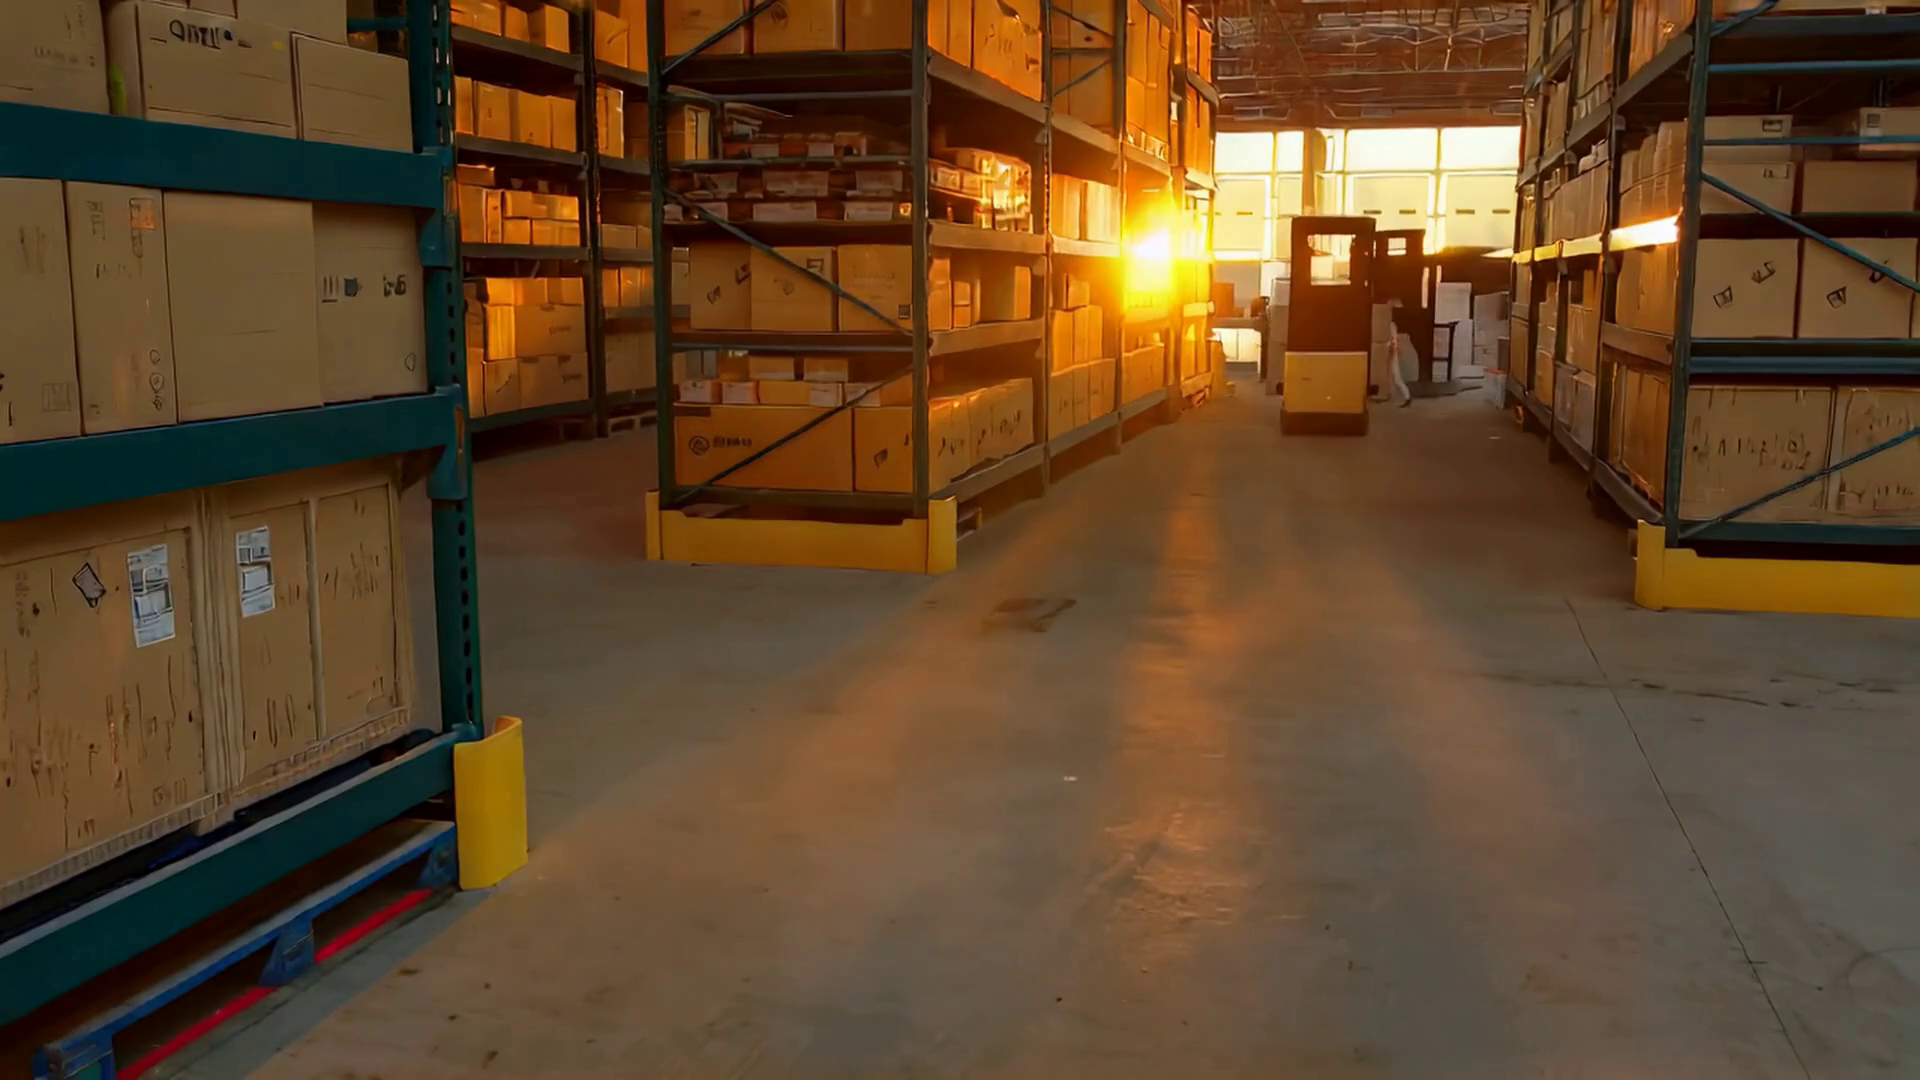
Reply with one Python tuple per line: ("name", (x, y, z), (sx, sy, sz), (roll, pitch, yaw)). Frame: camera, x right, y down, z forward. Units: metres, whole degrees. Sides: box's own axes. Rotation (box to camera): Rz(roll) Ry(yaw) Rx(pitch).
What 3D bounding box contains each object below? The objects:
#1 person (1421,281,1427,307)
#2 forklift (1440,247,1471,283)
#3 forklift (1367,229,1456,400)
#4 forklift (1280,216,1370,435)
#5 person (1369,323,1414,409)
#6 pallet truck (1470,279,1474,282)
("person", (13.888, -6.738, 49.580), (0.372, 1.934, 0.627), (-2, 9, -13))
("forklift", (12.741, -6.162, 42.924), (1.129, 2.768, 1.873), (-7, 11, -38))
("forklift", (7.288, -3.799, 27.909), (1.873, 2.768, 1.129), (-5, 10, -30))
("forklift", (4.833, -2.836, 21.790), (1.129, 2.768, 1.873), (2, 9, 15))
("person", (6.671, -2.793, 25.603), (0.521, 1.600, 0.739), (-5, 10, -30))
("pallet truck", (18.896, -8.459, 60.307), (1.885, 1.965, 0.823), (5, 10, 31))
